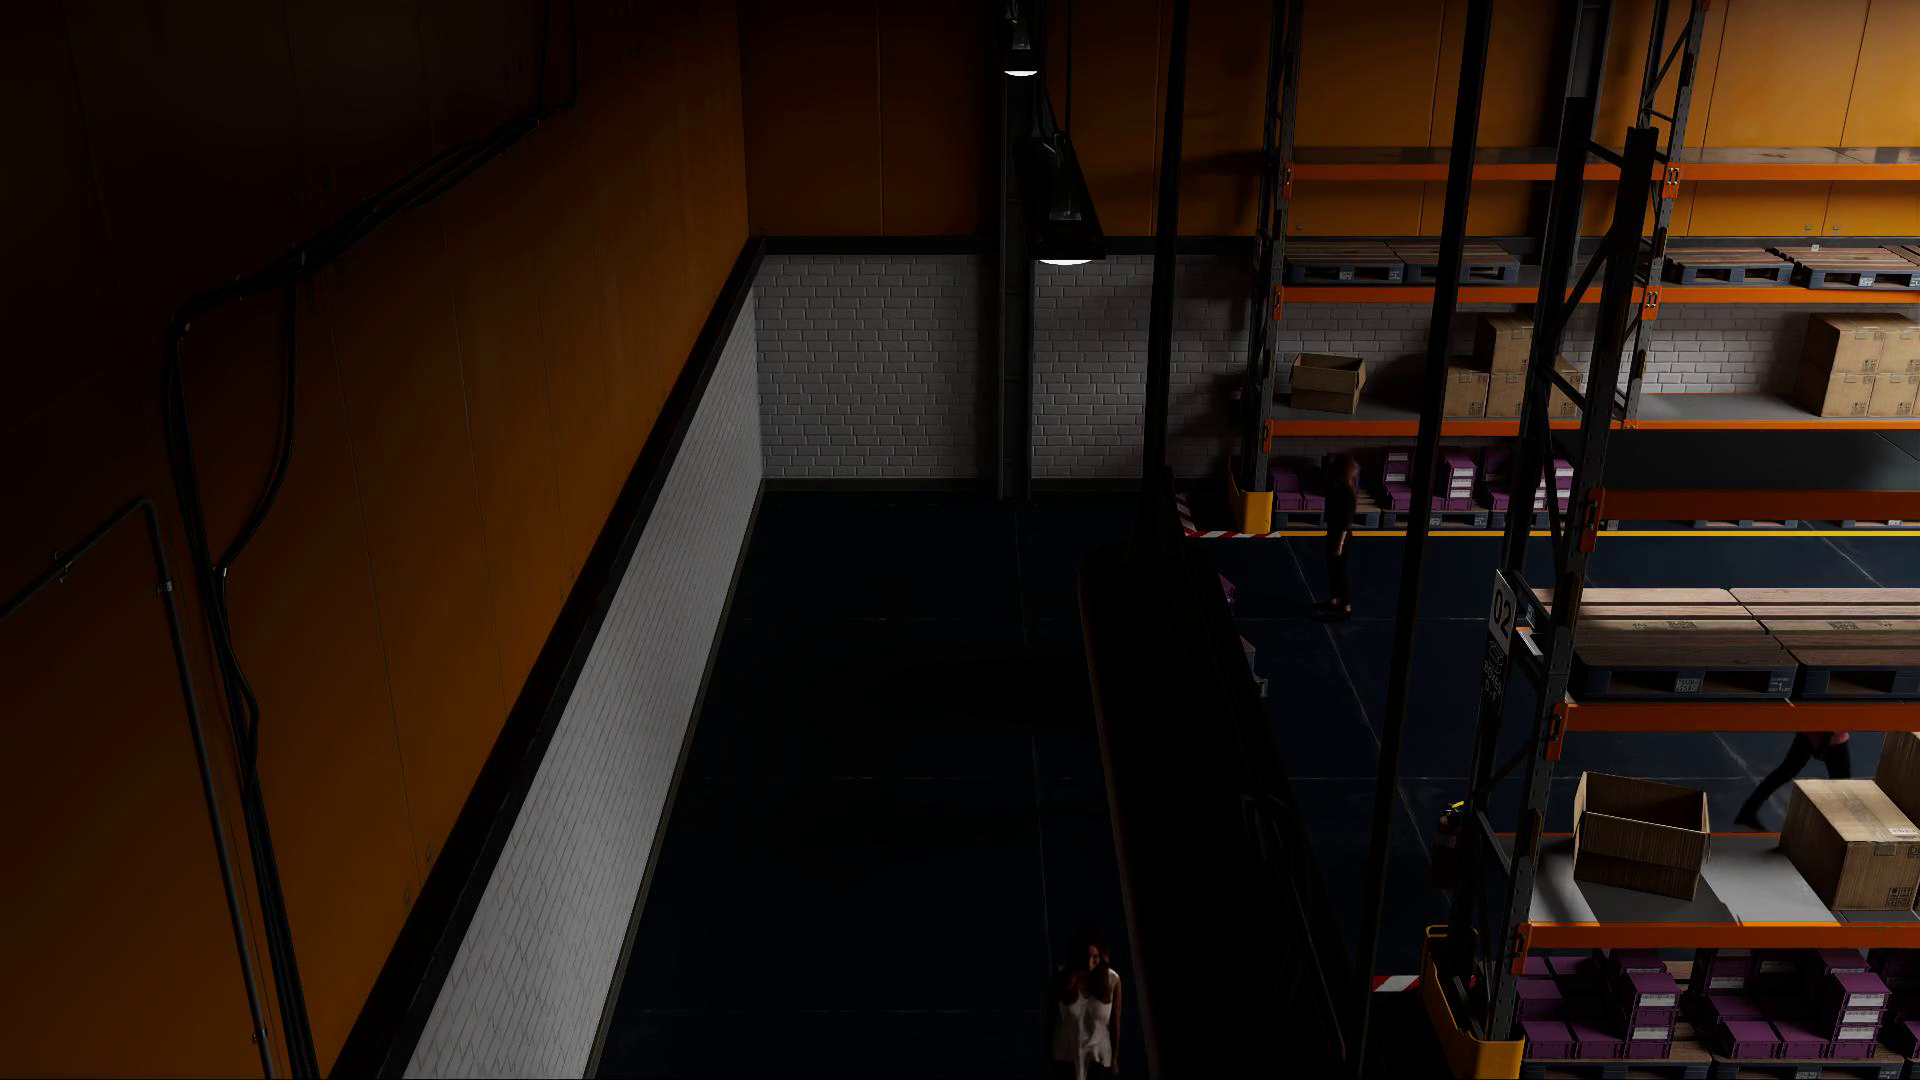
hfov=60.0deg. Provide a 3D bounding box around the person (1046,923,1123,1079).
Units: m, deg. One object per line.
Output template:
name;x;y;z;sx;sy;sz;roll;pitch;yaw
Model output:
person;0.715;2.916;9.597;0.765;1.768;0.671;2;24;4

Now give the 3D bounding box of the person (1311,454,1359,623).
person;3.756;-0.040;16.406;0.642;1.729;0.639;0;24;1
